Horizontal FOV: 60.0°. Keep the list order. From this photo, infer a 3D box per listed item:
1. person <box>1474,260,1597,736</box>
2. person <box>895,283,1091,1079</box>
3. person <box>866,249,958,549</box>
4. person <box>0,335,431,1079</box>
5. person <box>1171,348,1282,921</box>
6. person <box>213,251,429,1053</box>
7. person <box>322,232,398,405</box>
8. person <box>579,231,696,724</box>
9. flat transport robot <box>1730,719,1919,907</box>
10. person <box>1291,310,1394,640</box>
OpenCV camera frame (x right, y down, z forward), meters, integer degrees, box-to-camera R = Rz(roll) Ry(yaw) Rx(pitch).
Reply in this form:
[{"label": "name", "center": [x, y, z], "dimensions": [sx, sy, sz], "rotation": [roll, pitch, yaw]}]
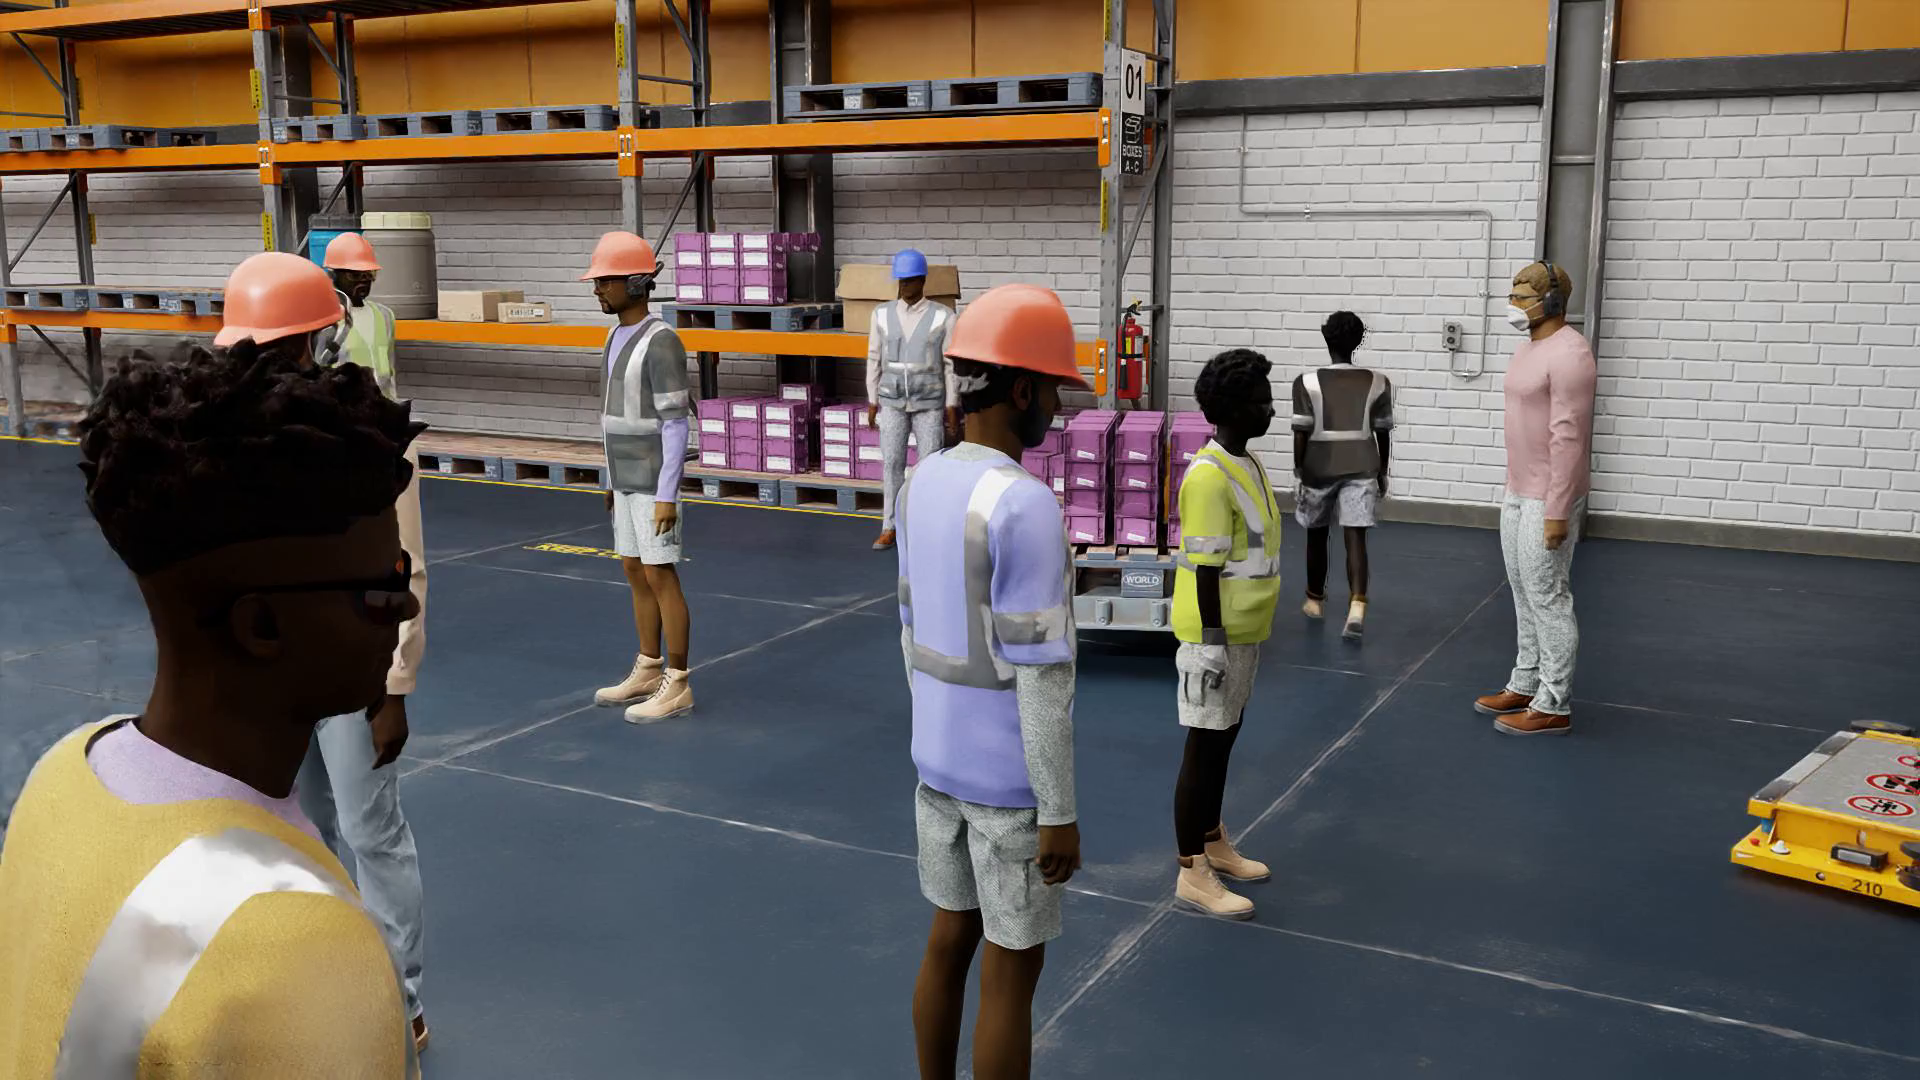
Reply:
[{"label": "person", "center": [2.376, -0.169, 6.811], "dimensions": [0.365, 1.932, 0.629], "rotation": [0, 10, 1]}, {"label": "person", "center": [0.088, 0.452, 3.393], "dimensions": [0.370, 1.932, 0.543], "rotation": [-6, 12, -29]}, {"label": "person", "center": [-0.312, -0.896, 10.740], "dimensions": [0.612, 1.945, 0.404], "rotation": [2, 11, 12]}, {"label": "person", "center": [-0.534, 0.788, 1.526], "dimensions": [0.760, 1.936, 0.631], "rotation": [-7, 13, -35]}, {"label": "person", "center": [0.805, 0.273, 5.019], "dimensions": [0.316, 1.697, 0.541], "rotation": [4, 11, 20]}, {"label": "person", "center": [-1.542, 0.317, 3.980], "dimensions": [0.608, 1.988, 0.387], "rotation": [5, 12, 27]}, {"label": "person", "center": [-3.168, -0.590, 8.802], "dimensions": [0.385, 2.041, 0.615], "rotation": [5, 12, 27]}, {"label": "person", "center": [-1.356, -0.253, 6.951], "dimensions": [0.393, 2.041, 0.613], "rotation": [-7, 12, -33]}, {"label": "flat transport robot", "center": [3.159, 0.887, 5.564], "dimensions": [0.652, 0.197, 1.431], "rotation": [9, 14, 41]}, {"label": "person", "center": [1.953, -0.332, 8.482], "dimensions": [0.538, 1.667, 0.855], "rotation": [0, 10, 3]}]
